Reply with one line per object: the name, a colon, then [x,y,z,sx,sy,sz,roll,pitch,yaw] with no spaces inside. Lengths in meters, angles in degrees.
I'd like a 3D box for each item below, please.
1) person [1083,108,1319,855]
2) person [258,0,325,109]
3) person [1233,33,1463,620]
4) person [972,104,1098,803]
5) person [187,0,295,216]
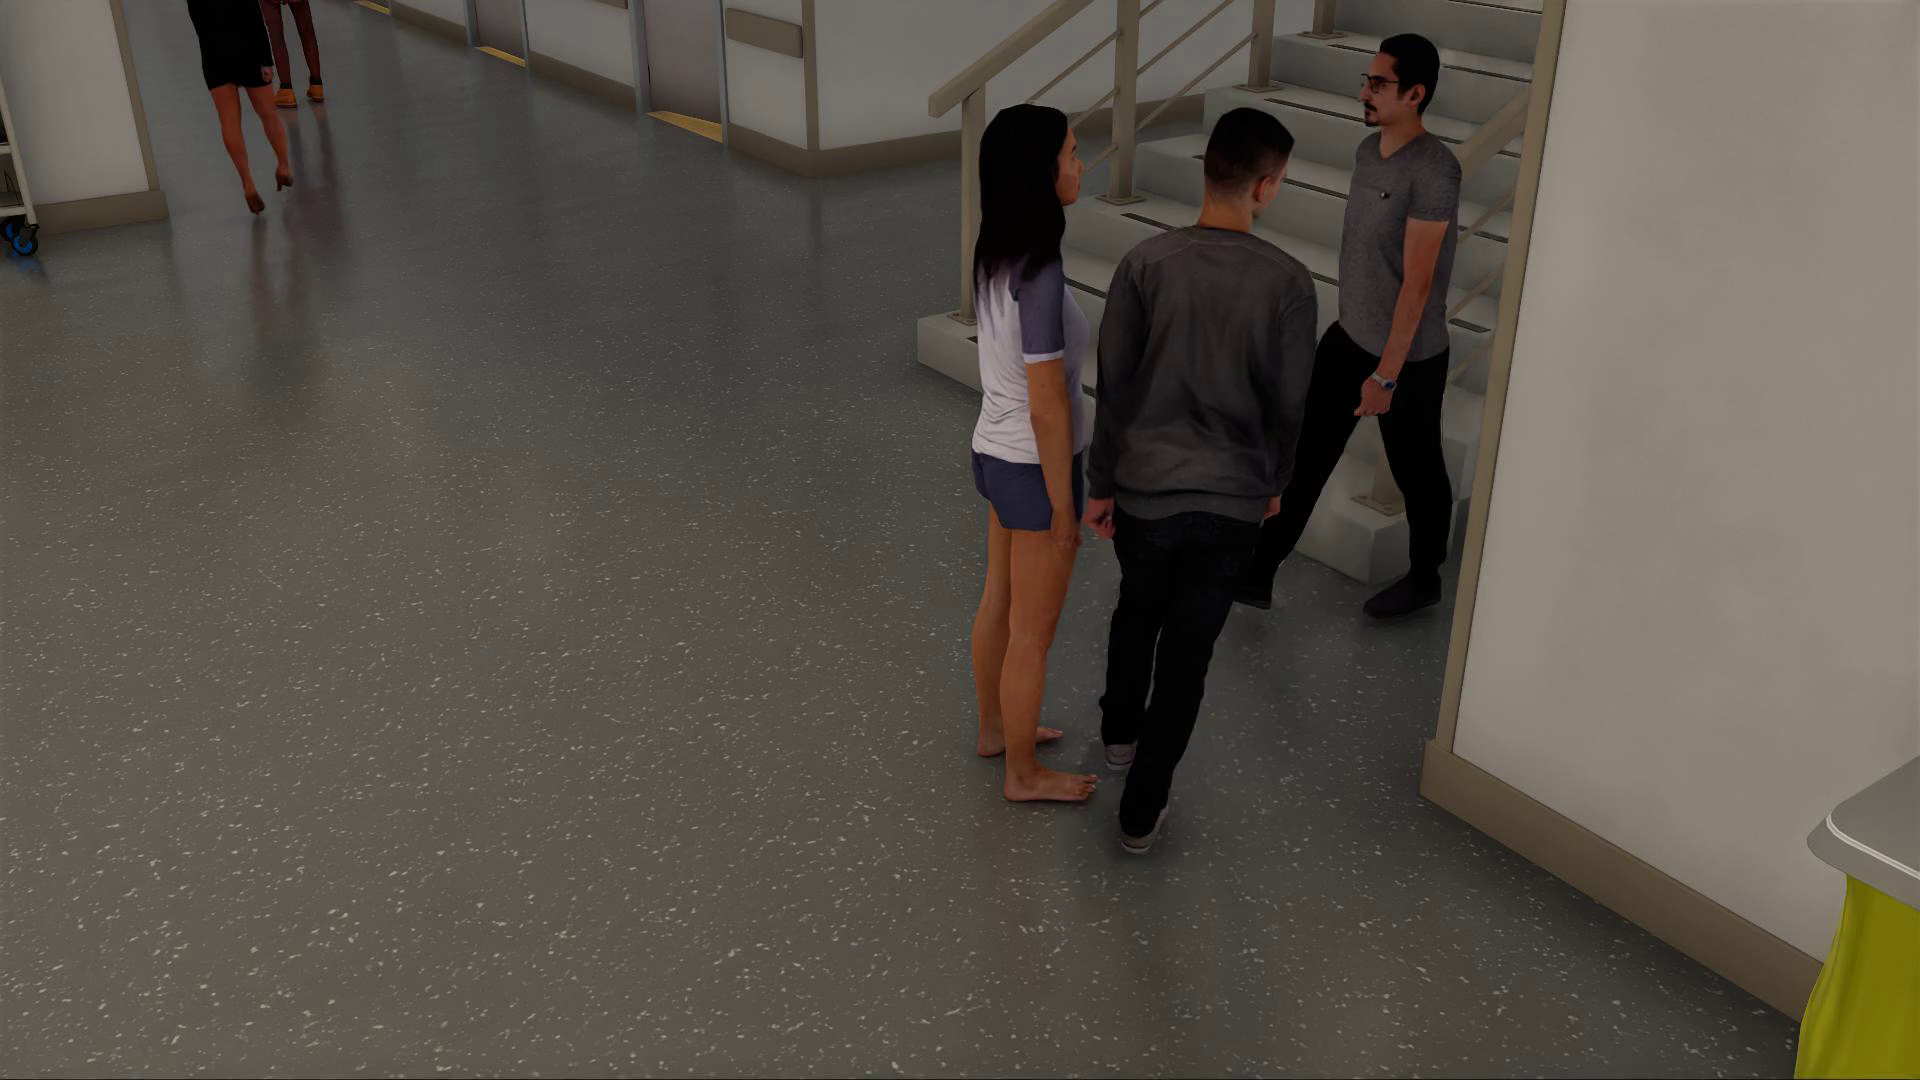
person: [0.513,-0.053,3.754,0.892,1.737,0.968,6,26,12]
person: [-4.924,-4.036,12.025,0.738,1.728,0.621,19,32,35]
person: [1.305,-0.551,4.805,1.101,1.722,0.793,-11,28,-21]
person: [0.164,-0.177,4.018,0.618,1.732,0.645,-7,27,-14]
person: [-4.002,-2.587,9.148,0.894,1.616,0.815,-6,26,-12]
